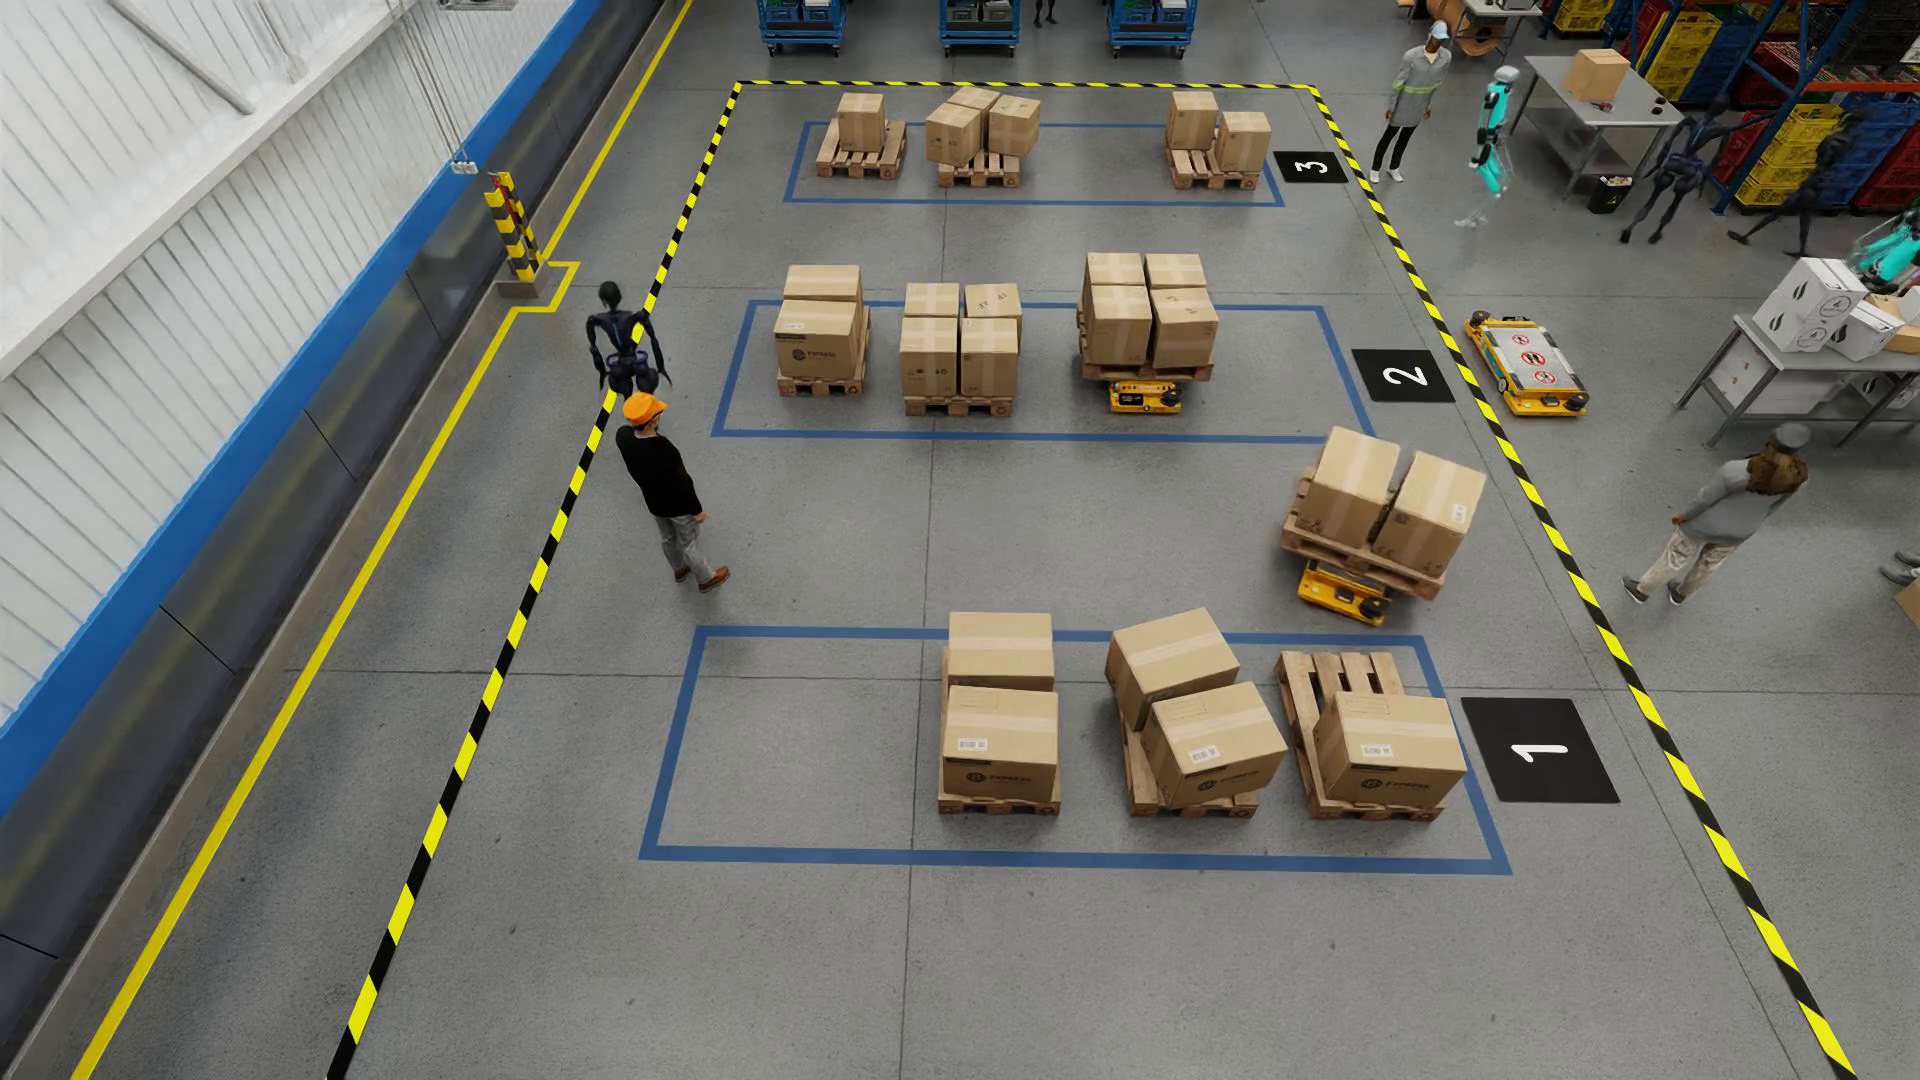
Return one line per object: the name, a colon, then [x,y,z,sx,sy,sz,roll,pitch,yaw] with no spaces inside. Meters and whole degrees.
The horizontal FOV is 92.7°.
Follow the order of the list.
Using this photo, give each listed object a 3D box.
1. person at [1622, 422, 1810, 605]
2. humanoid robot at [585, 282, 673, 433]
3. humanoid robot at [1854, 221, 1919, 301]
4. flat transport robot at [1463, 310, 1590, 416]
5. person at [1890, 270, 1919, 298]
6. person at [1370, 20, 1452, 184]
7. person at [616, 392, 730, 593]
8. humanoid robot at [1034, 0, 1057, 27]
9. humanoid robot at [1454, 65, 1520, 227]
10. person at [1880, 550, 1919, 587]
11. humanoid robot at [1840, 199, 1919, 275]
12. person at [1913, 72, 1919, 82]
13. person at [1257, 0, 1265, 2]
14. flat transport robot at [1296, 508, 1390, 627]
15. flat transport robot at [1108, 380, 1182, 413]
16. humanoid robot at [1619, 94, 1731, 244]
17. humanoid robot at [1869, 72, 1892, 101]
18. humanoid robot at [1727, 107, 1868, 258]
person: [5.523,-0.136,6.661,0.561,1.764,0.400,6,49,5]
humanoid robot: [-2.825,-1.480,7.885,0.610,1.640,0.513,-9,50,-8]
humanoid robot: [8.166,-2.250,8.533,0.726,1.824,0.537,21,52,17]
flat transport robot: [5.573,-1.757,9.054,0.659,0.231,1.431,1,49,1]
person: [8.925,-2.513,8.547,0.400,2.036,0.598,28,55,22]
person: [5.419,-5.225,11.009,0.589,1.852,0.368,-4,49,-4]
person: [-2.125,-0.316,6.741,0.584,1.882,0.377,24,53,20]
humanoid robot: [1.428,-9.004,14.386,0.599,1.657,0.315,-20,52,-17]
humanoid robot: [6.064,-4.333,10.317,0.796,1.768,0.581,31,56,24]
person: [7.723,-0.343,6.729,0.602,1.939,0.411,-30,56,-23]
humanoid robot: [9.460,-3.093,9.236,0.702,1.778,0.530,8,50,7]
person: [14.073,-7.150,12.697,0.584,1.824,0.404,20,52,17]
person: [5.052,-9.928,15.023,0.634,1.937,0.353,20,52,17]
flat transport robot: [3.278,0.028,7.491,0.652,0.197,1.431,22,53,18]
flat transport robot: [1.773,-1.807,9.079,0.652,0.197,1.431,1,49,1]
humanoid robot: [7.925,-4.036,10.102,0.589,1.632,0.612,-32,56,-25]
humanoid robot: [13.241,-6.936,12.625,0.589,1.628,0.742,-3,49,-2]
humanoid robot: [9.308,-3.883,9.997,0.595,1.615,0.823,-34,57,-26]
